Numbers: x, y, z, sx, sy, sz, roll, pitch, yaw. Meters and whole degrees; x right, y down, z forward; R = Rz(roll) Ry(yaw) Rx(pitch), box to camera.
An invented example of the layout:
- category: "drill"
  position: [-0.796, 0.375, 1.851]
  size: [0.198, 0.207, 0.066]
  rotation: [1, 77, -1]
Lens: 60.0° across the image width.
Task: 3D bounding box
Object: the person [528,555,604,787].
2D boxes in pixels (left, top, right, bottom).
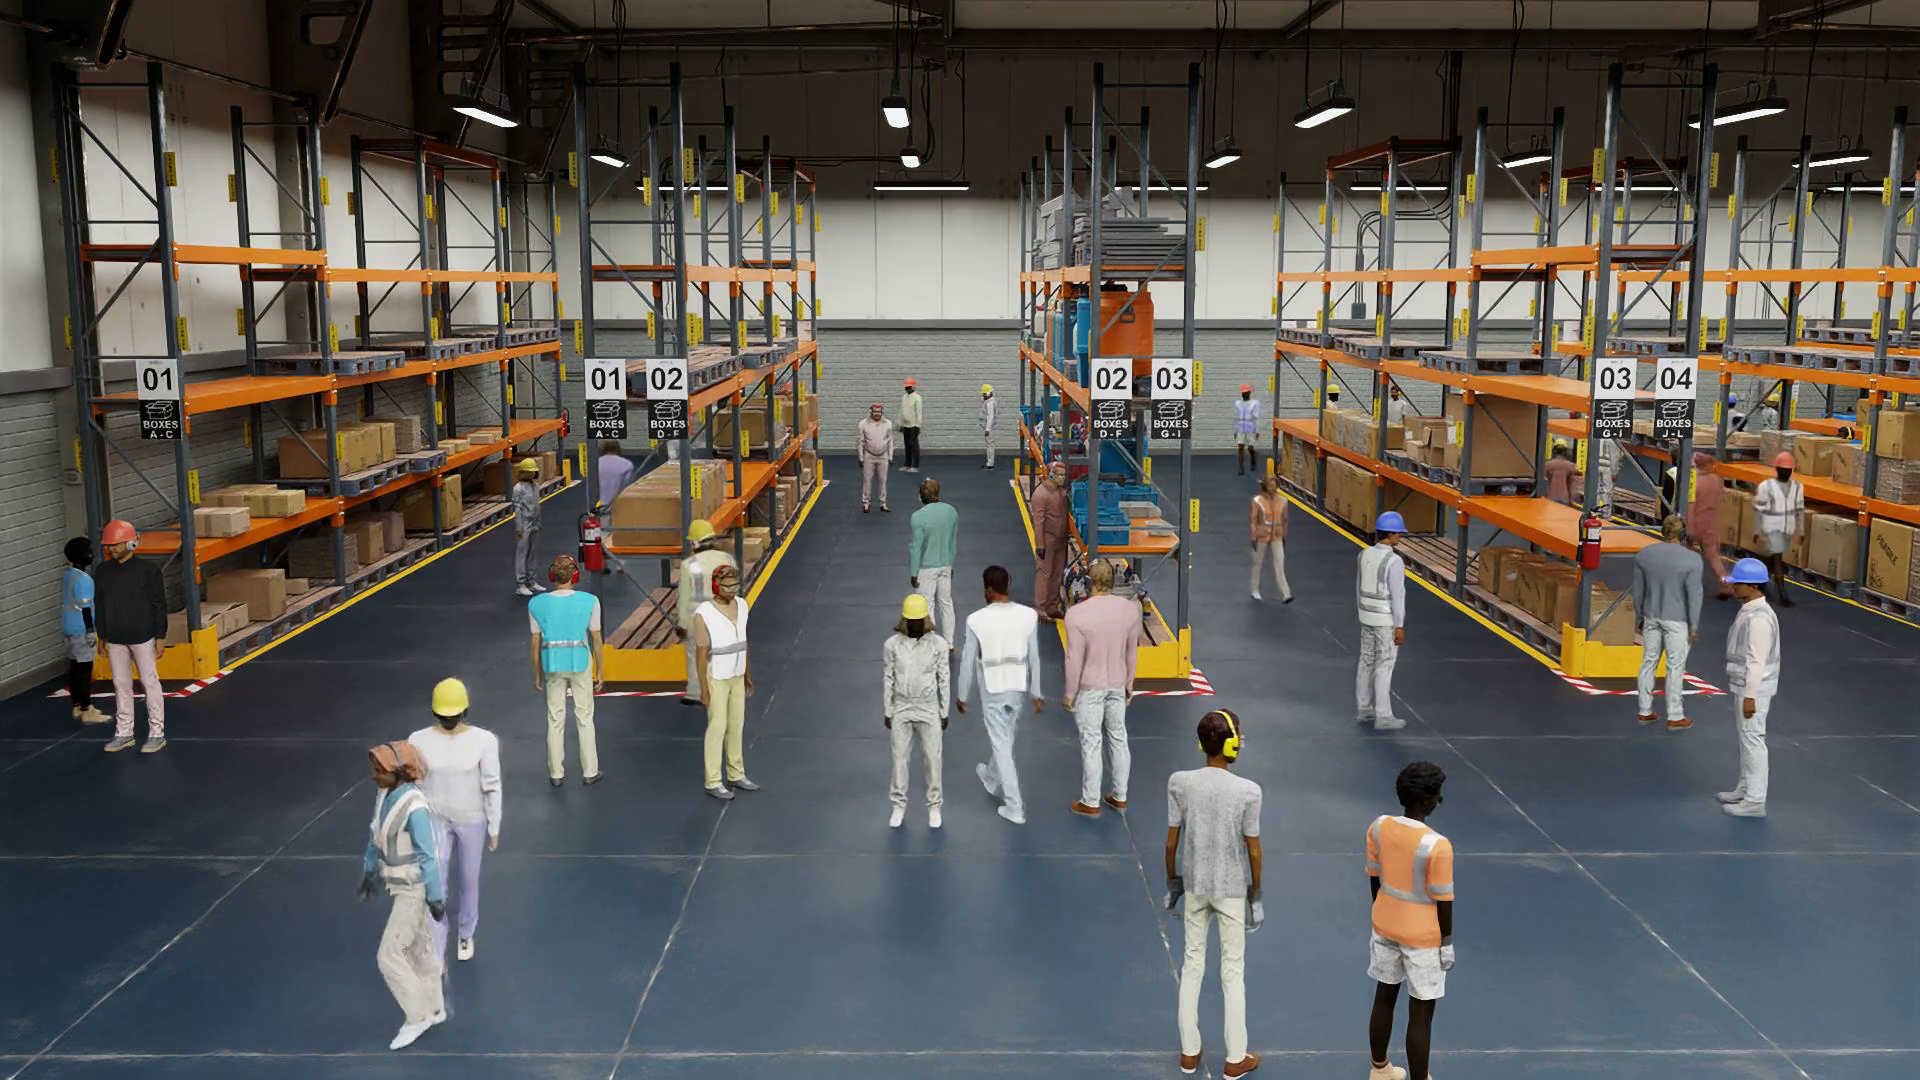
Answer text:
- category: "person"
  position: [-3.091, 1.036, 13.102]
  size: [0.565, 1.846, 0.390]
  rotation: [-1, 9, -6]

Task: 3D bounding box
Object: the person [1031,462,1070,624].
- category: "person"
  position: [1.094, 0.025, 19.471]
  size: [0.401, 1.895, 0.655]
  rotation: [6, 11, 33]

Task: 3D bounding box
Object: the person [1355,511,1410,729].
- category: "person"
  position: [3.784, 0.710, 14.884]
  size: [0.405, 1.943, 0.613]
  rotation: [-3, 9, -20]

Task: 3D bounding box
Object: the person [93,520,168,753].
- category: "person"
  position: [-7.015, 0.815, 14.048]
  size: [0.618, 1.993, 0.396]
  rotation: [1, 9, 7]

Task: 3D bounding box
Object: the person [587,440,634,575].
- category: "person"
  position: [-4.713, -0.445, 22.421]
  size: [0.672, 1.913, 0.617]
  rotation: [1, 9, 4]

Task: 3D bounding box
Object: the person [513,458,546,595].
- category: "person"
  position: [-5.494, -0.179, 21.247]
  size: [0.324, 1.742, 0.492]
  rotation: [3, 9, 20]

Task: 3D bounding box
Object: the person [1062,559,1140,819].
- category: "person"
  position: [1.036, 1.103, 12.376]
  size: [0.629, 1.939, 0.372]
  rotation: [-5, 10, -28]

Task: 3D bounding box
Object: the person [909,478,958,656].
- category: "person"
  position: [-0.284, 0.305, 17.545]
  size: [0.630, 1.933, 0.364]
  rotation: [-8, 12, -41]

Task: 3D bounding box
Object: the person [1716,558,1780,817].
- category: "person"
  position: [5.899, 1.093, 12.458]
  size: [0.421, 1.940, 0.604]
  rotation: [3, 9, 19]

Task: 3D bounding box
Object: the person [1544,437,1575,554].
- category: "person"
  position: [8.645, -0.619, 24.086]
  size: [0.535, 1.723, 0.656]
  rotation: [-1, 9, -4]

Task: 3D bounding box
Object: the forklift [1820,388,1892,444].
- category: "forklift"
  position: [20.072, -3.110, 36.462]
  size: [1.873, 2.768, 1.129]
  rotation: [0, 9, 0]

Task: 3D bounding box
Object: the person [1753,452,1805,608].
- category: "person"
  position: [10.167, -0.151, 20.627]
  size: [0.558, 1.890, 0.977]
  rotation: [0, 9, -3]

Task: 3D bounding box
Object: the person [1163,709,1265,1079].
- category: "person"
  position: [1.274, 1.769, 8.342]
  size: [0.521, 1.864, 0.334]
  rotation: [4, 10, 26]

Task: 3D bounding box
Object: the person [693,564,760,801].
- category: "person"
  position: [-1.835, 1.085, 12.843]
  size: [0.393, 1.832, 0.574]
  rotation: [5, 10, 31]

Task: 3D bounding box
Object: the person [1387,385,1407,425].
- category: "person"
  position: [8.989, -2.272, 34.355]
  size: [0.325, 1.861, 0.508]
  rotation: [-8, 12, -41]

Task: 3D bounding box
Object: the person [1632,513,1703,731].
- category: "person"
  position: [6.302, 0.720, 14.836]
  size: [0.376, 1.940, 0.629]
  rotation: [-7, 11, -37]

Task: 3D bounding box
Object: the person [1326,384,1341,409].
- category: "person"
  position: [7.466, -2.171, 33.464]
  size: [0.355, 1.930, 0.589]
  rotation: [1, 9, 5]

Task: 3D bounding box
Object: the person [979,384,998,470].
- category: "person"
  position: [0.597, -2.384, 35.179]
  size: [0.403, 1.823, 0.586]
  rotation: [1, 9, 5]

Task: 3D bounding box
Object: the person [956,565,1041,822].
- category: "person"
  position: [0.250, 1.113, 12.532]
  size: [0.606, 1.865, 0.984]
  rotation: [-5, 10, -28]

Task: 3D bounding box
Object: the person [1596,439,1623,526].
- category: "person"
  position: [10.609, -1.141, 27.175]
  size: [0.404, 1.826, 0.587]
  rotation: [0, 9, 0]

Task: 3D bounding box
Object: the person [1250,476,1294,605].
- category: "person"
  position: [3.833, 0.001, 20.558]
  size: [0.527, 1.587, 0.876]
  rotation: [-1, 9, -9]

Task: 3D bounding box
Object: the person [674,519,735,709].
- category: "person"
  position: [-2.345, 0.700, 15.398]
  size: [0.612, 1.809, 0.643]
  rotation: [-8, 12, -42]

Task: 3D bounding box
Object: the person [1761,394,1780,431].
- category: "person"
  position: [16.365, -2.093, 33.599]
  size: [0.324, 1.730, 0.494]
  rotation: [0, 9, -1]

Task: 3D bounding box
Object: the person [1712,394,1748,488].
- category: "person"
  position: [14.143, -1.723, 30.584]
  size: [0.646, 1.924, 0.617]
  rotation: [5, 10, 30]

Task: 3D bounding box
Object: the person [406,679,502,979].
- category: "person"
  position: [-2.895, 1.648, 9.514]
  size: [0.542, 1.729, 0.810]
  rotation: [-2, 9, -11]

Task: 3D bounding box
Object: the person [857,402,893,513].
- category: "person"
  position: [-1.452, -1.422, 28.732]
  size: [0.642, 1.906, 0.409]
  rotation: [-3, 9, -16]

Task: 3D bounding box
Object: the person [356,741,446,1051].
- category: "person"
  position: [-2.913, 1.836, 8.672]
  size: [0.504, 1.620, 0.529]
  rotation: [-6, 11, -33]

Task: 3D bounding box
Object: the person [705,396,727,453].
- category: "person"
  position: [-4.672, -1.955, 32.549]
  size: [0.672, 1.781, 0.982]
  rotation: [1, 9, 6]

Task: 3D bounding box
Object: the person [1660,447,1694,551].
- category: "person"
  position: [9.455, -0.314, 21.849]
  size: [0.647, 1.831, 0.432]
  rotation: [-3, 9, -16]

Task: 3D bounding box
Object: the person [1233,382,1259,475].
- category: "person"
  position: [5.914, -2.294, 34.294]
  size: [0.556, 1.917, 0.601]
  rotation: [5, 10, 27]

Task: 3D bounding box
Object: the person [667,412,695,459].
- category: "person"
  position: [-5.723, -2.165, 33.803]
  size: [0.666, 1.814, 0.554]
  rotation: [-8, 12, -41]

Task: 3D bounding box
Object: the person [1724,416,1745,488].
- category: "person"
  position: [13.439, -1.307, 28.714]
  size: [0.535, 1.678, 0.603]
  rotation: [-2, 9, -10]

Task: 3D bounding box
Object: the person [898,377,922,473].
- category: "person"
  position: [-1.041, -2.410, 34.796]
  size: [0.391, 1.992, 0.617]
  rotation: [-7, 11, -38]

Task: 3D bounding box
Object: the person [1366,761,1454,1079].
- category: "person"
  position: [2.183, 1.899, 8.044]
  size: [0.319, 1.693, 0.532]
  rotation: [-5, 10, -30]

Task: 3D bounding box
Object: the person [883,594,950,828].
- category: "person"
  position: [-0.318, 1.245, 12.126]
  size: [0.487, 1.736, 0.321]
  rotation: [1, 9, 5]

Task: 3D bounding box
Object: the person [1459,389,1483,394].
- category: "person"
  position: [11.491, -2.802, 37.499]
  size: [0.553, 1.935, 0.362]
  rotation: [0, 9, -3]

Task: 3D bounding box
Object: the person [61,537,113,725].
- category: "person"
  position: [-7.919, 0.814, 15.009]
  size: [0.322, 1.696, 0.536]
  rotation: [-7, 12, -40]
